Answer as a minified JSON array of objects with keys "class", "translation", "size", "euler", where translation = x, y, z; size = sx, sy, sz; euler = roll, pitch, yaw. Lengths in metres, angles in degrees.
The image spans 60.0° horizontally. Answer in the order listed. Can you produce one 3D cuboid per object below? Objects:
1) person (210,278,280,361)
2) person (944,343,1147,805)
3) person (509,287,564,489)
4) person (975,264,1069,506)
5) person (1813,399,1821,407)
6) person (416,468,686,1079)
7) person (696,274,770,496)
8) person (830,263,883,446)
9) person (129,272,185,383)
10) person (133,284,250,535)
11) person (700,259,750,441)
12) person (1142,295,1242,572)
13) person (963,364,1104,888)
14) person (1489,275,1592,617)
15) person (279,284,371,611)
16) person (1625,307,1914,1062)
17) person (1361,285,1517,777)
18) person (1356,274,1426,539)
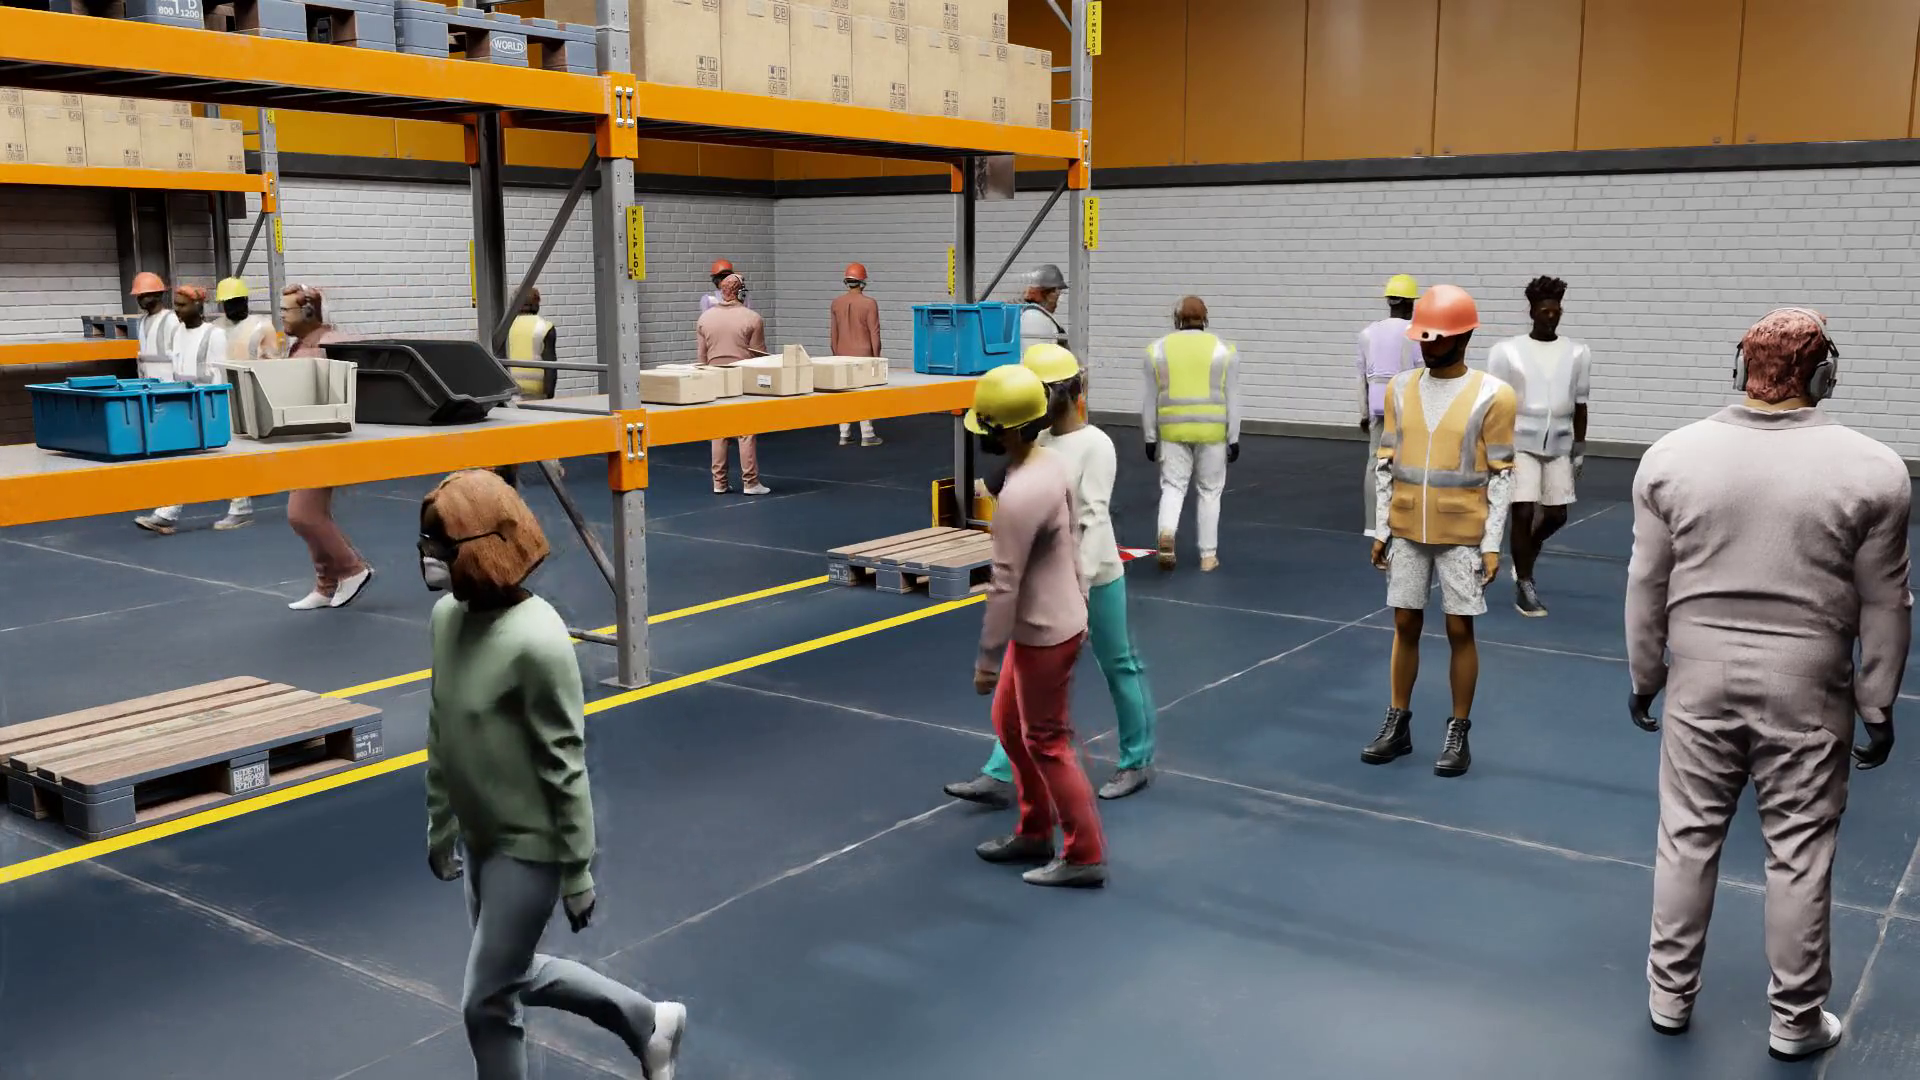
[{"class":"person","translation":[-6.145,-1.287,14.216],"size":[0.594,1.867,0.991],"euler":[2,10,12]},{"class":"person","translation":[0.351,0.151,6.096],"size":[0.917,1.710,0.551],"euler":[-7,12,-37]},{"class":"person","translation":[-3.883,-1.365,14.924],"size":[0.632,1.799,0.957],"euler":[1,10,6]},{"class":"person","translation":[0.585,-1.194,13.149],"size":[0.888,2.000,0.682],"euler":[2,10,10]},{"class":"person","translation":[3.077,0.146,6.218],"size":[0.530,1.689,0.322],"euler":[5,11,29]},{"class":"person","translation":[-0.894,0.631,3.552],"size":[0.676,1.606,0.510],"euler":[-8,13,-41]},{"class":"person","translation":[-1.932,-1.333,14.374],"size":[0.652,1.906,0.409],"euler":[4,10,20]},{"class":"person","translation":[-1.128,-2.027,18.242],"size":[0.618,1.997,0.373],"euler":[5,11,27]},{"class":"person","translation":[-6.944,-1.349,14.416],"size":[0.583,1.923,0.396],"euler":[6,11,32]},{"class":"person","translation":[-5.694,-0.951,12.297],"size":[0.607,1.839,0.880],"euler":[5,11,26]},{"class":"person","translation":[-2.640,-2.116,18.641],"size":[0.615,2.038,0.395],"euler":[-7,12,-36]},{"class":"person","translation":[1.483,-0.667,10.716],"size":[0.637,1.815,0.710],"euler":[3,10,15]},{"class":"person","translation":[0.223,0.294,5.249],"size":[0.517,1.709,0.595],"euler":[2,10,10]},{"class":"person","translation":[3.327,-0.557,9.656],"size":[0.611,1.941,0.679],"euler":[0,10,0]},{"class":"person","translation":[-3.725,-0.516,9.550],"size":[0.434,1.889,0.674],"euler":[-7,12,-36]},{"class":"person","translation":[2.046,0.367,4.252],"size":[0.652,1.906,0.409],"euler":[7,12,34]},{"class":"person","translation":[1.879,-0.032,6.563],"size":[0.542,1.929,0.374],"euler":[7,12,37]},{"class":"person","translation":[3.150,-0.946,12.014],"size":[0.379,1.925,0.592],"euler":[-9,13,-44]}]
